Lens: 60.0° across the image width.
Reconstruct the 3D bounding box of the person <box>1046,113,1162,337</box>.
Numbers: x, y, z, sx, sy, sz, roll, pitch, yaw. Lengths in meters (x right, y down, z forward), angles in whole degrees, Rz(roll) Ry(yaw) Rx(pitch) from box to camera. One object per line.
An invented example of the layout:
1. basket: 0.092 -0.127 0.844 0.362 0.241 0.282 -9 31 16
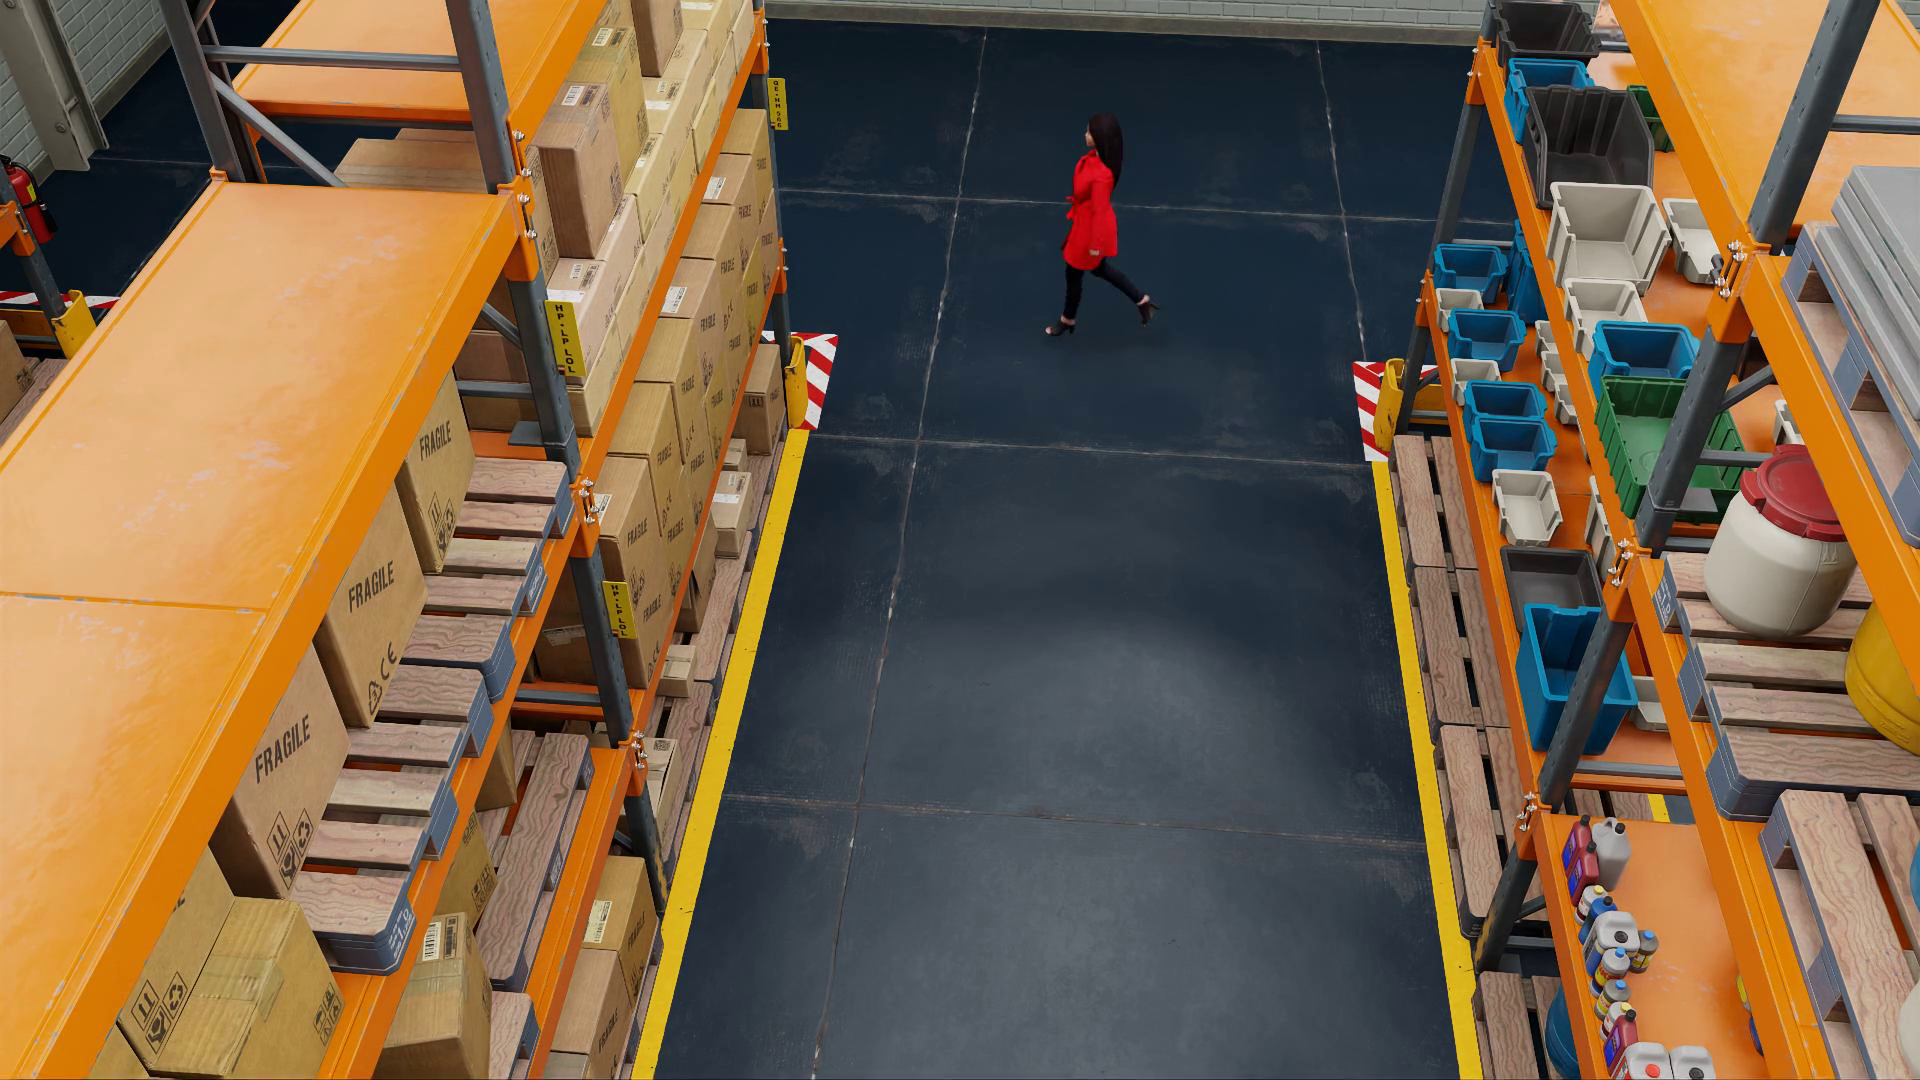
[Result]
1. person: 0.981 -2.050 11.141 0.677 1.725 0.940 4 43 4
